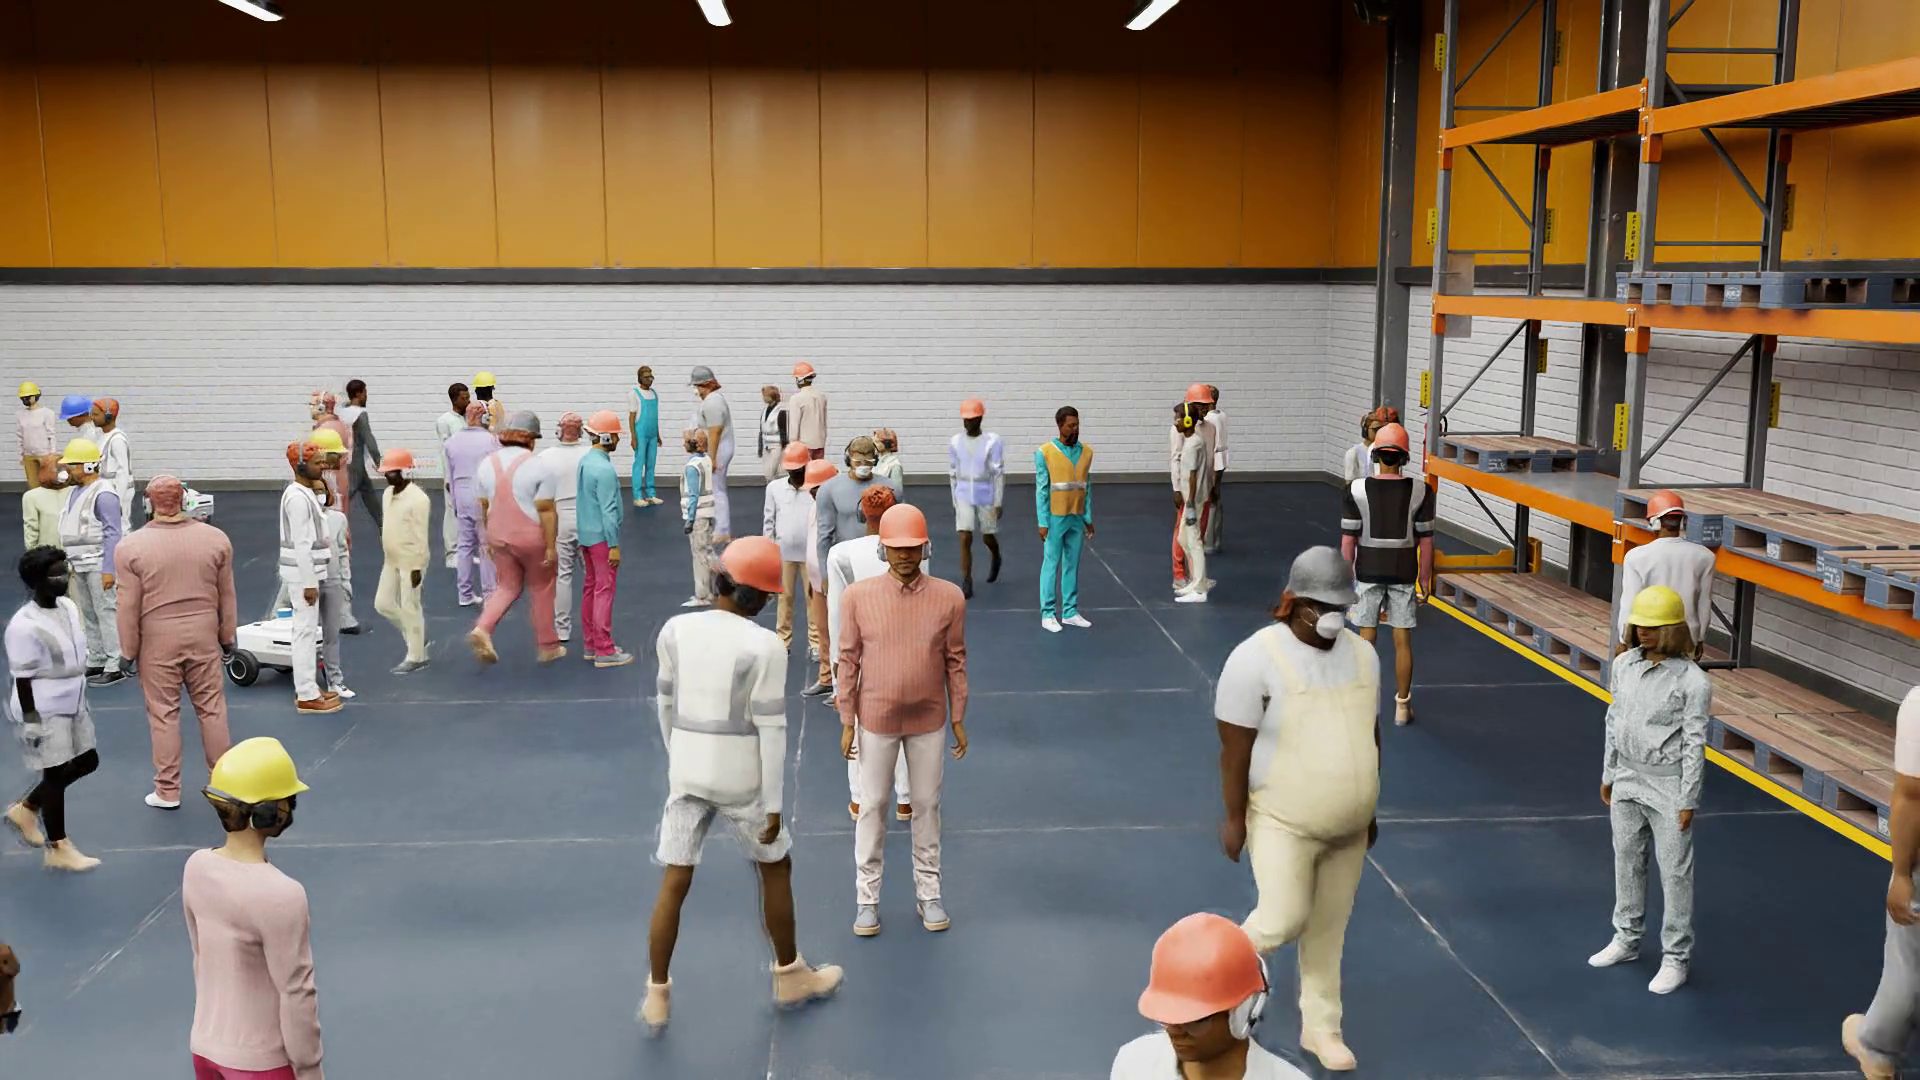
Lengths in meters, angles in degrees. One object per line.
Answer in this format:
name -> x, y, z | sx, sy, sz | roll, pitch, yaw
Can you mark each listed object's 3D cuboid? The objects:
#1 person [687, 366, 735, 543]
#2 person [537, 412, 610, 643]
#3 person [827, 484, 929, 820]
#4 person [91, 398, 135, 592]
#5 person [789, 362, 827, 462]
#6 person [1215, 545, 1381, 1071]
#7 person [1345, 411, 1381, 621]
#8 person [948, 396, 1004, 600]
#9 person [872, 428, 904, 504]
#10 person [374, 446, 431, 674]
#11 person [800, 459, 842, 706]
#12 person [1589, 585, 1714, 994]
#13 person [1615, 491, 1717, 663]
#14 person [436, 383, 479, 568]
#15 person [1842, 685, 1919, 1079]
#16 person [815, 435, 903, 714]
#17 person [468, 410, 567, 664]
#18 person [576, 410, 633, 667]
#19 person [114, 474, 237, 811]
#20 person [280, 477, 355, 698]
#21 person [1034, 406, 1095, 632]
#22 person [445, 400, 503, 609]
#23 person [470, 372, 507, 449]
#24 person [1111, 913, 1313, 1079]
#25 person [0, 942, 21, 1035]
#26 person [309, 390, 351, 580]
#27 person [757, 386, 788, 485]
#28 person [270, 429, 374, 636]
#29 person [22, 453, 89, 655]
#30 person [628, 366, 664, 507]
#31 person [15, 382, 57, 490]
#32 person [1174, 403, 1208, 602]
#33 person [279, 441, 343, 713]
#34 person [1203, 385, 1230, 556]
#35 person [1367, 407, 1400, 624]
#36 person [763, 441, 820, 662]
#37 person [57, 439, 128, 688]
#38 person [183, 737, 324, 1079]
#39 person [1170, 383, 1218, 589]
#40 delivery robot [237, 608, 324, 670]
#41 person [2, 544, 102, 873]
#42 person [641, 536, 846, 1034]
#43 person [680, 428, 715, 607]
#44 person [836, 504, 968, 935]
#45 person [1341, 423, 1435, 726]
person -> -2.822, -0.987, 18.853 | 0.539, 2.000, 0.704 | -1, 9, -4
person -> -3.190, -0.105, 13.744 | 0.642, 1.908, 0.399 | -2, 9, -14
person -> -0.440, 0.627, 9.220 | 0.575, 1.882, 0.355 | 0, 9, 2
person -> -7.941, -0.389, 15.596 | 0.355, 1.882, 0.575 | -7, 12, -39
person -> -1.846, -1.153, 20.086 | 0.412, 1.985, 0.610 | 7, 11, 35
person -> 1.330, 0.999, 6.382 | 0.704, 2.000, 0.628 | -4, 10, -23
person -> 3.572, -0.203, 14.545 | 0.514, 1.845, 0.337 | -6, 11, -34
person -> 0.185, -0.420, 15.742 | 0.550, 1.916, 0.791 | 2, 9, 15
person -> -0.666, -0.208, 15.217 | 0.314, 1.642, 0.514 | -4, 10, -25
person -> -4.243, 0.152, 12.637 | 0.573, 1.736, 0.373 | 8, 12, 41
person -> -0.943, 0.294, 11.748 | 0.350, 1.739, 0.566 | -6, 11, -32
person -> 2.932, 1.044, 7.072 | 0.345, 1.738, 0.485 | -5, 10, -28
person -> 4.211, 0.572, 9.988 | 0.560, 1.743, 0.334 | -1, 9, -4
person -> -5.205, -0.674, 17.270 | 0.398, 1.920, 0.587 | 2, 9, 12
person -> 3.572, 1.076, 5.902 | 0.706, 2.000, 0.984 | 1, 9, 8
person -> -0.684, 0.234, 11.531 | 0.630, 1.934, 0.372 | -3, 10, -20
person -> -3.430, -0.028, 12.835 | 0.697, 2.000, 0.790 | 4, 10, 22
person -> -2.766, -0.014, 12.920 | 0.407, 1.987, 0.615 | -5, 10, -30
person -> -4.462, 0.575, 9.473 | 0.654, 1.904, 0.406 | -9, 12, -43
person -> -4.542, 0.341, 11.781 | 0.282, 1.636, 0.500 | 7, 12, 39
person -> 0.892, -0.188, 14.226 | 0.593, 1.919, 0.391 | -7, 11, -36
person -> -4.351, -0.320, 15.126 | 0.647, 1.900, 0.395 | 5, 10, 27
person -> -5.396, -0.969, 19.100 | 0.385, 1.925, 0.592 | -2, 9, -11
person -> 0.521, 1.611, 3.479 | 0.585, 1.737, 0.377 | 8, 12, 41
person -> -1.983, 1.644, 3.096 | 0.700, 1.802, 0.371 | -5, 10, -28
person -> -6.174, -0.503, 16.223 | 0.407, 1.913, 0.639 | -1, 9, -5
person -> -2.416, -1.153, 21.198 | 0.438, 1.622, 0.538 | -6, 11, -35
person -> -5.416, -0.047, 13.882 | 0.869, 1.768, 0.622 | -3, 10, -19
person -> -7.091, 0.125, 13.135 | 0.507, 1.635, 0.273 | -8, 12, -41
person -> -4.118, -1.360, 21.808 | 0.329, 1.844, 0.518 | 6, 11, 34
person -> -11.042, -1.011, 19.895 | 0.524, 1.762, 0.338 | 1, 9, 7
person -> 2.139, -0.342, 15.419 | 0.340, 1.858, 0.544 | 1, 9, 6
person -> -4.527, 0.255, 11.553 | 0.362, 1.883, 0.575 | -3, 10, -20
person -> 2.708, -0.752, 17.990 | 0.389, 1.846, 0.565 | 5, 10, 29
person -> 3.660, -0.216, 14.509 | 0.360, 1.882, 0.575 | 0, 9, 2
person -> -1.265, 0.093, 13.001 | 0.567, 1.741, 0.338 | 1, 9, 4
person -> -6.410, 0.165, 12.271 | 0.600, 1.831, 0.404 | 7, 12, 38
person -> -1.949, 1.418, 4.656 | 0.521, 1.758, 0.349 | 6, 11, 34
person -> 2.265, -0.510, 16.007 | 0.620, 1.994, 0.381 | -9, 12, -43
delivery robot -> -4.986, 0.749, 12.312 | 0.707, 0.478, 0.477 | 4, 10, 21
person -> -4.643, 0.851, 8.406 | 0.462, 1.684, 0.543 | 0, 9, -1
person -> -0.935, 0.975, 6.733 | 0.694, 1.982, 0.759 | 4, 10, 23
person -> -2.392, -0.206, 15.206 | 0.308, 1.640, 0.511 | 1, 9, 6
person -> -0.261, 0.820, 7.653 | 0.611, 1.996, 0.379 | -2, 9, -10
person -> 2.861, 0.234, 11.183 | 0.607, 2.044, 0.378 | 2, 9, 11
